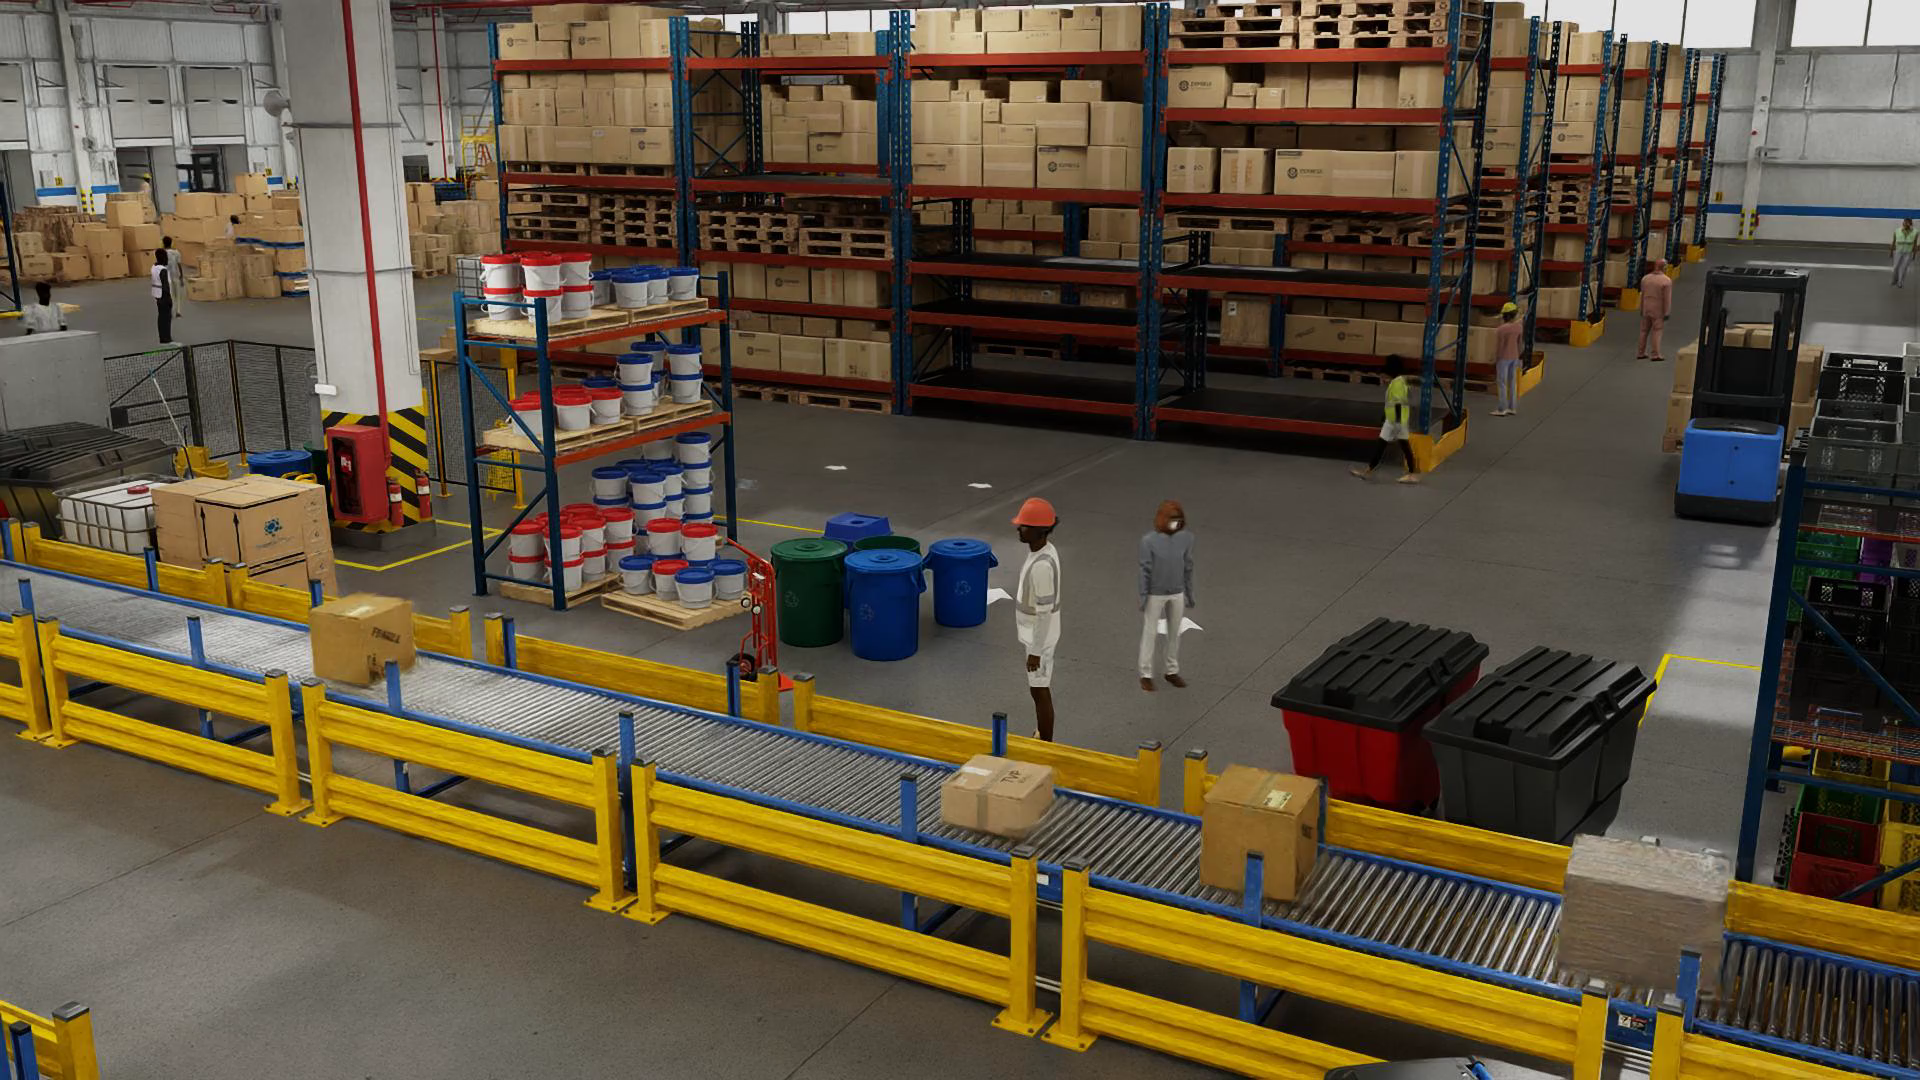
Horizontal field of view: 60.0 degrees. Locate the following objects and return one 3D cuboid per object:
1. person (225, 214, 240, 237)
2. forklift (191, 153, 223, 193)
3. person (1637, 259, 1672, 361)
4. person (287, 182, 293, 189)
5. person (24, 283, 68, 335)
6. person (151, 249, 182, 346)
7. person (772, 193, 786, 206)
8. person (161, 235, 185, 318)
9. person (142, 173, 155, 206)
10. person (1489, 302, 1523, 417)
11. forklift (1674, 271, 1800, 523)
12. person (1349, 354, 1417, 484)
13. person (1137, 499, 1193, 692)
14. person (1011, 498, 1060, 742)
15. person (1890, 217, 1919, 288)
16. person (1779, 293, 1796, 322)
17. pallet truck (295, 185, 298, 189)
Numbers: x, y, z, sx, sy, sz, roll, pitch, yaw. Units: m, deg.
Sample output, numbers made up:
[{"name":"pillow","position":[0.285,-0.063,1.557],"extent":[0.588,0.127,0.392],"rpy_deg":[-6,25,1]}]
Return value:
[{"name":"person","position":[-19.322,-7.817,44.530],"extent":[0.627,1.816,0.804],"rpy_deg":[2,15,9]},{"name":"forklift","position":[-27.852,-12.924,61.684],"extent":[1.873,2.768,1.129],"rpy_deg":[8,17,28]},{"name":"person","position":[13.045,-4.305,31.174],"extent":[0.398,1.899,0.649],"rpy_deg":[-9,17,-30]},{"name":"person","position":[-23.472,-11.581,58.442],"extent":[0.372,1.940,0.631],"rpy_deg":[5,16,19]},{"name":"person","position":[-14.620,-3.173,26.836],"extent":[0.912,1.927,0.638],"rpy_deg":[8,17,27]},{"name":"person","position":[-15.822,-4.805,33.011],"extent":[0.371,1.915,0.595],"rpy_deg":[-14,20,-42]},{"name":"person","position":[-5.949,-10.771,55.588],"extent":[0.627,1.839,0.429],"rpy_deg":[2,15,8]},{"name":"person","position":[-17.612,-5.864,37.134],"extent":[0.529,1.852,0.698],"rpy_deg":[-6,16,-22]},{"name":"person","position":[-32.144,-13.557,65.909],"extent":[0.495,1.908,0.603],"rpy_deg":[-8,17,-27]},{"name":"person","position":[8.458,-2.801,25.763],"extent":[0.533,1.767,0.326],"rpy_deg":[-9,17,-29]},{"name":"forklift","position":[9.269,-1.763,19.726],"extent":[1.129,2.768,1.873],"rpy_deg":[8,17,27]},{"name":"person","position":[5.465,-1.537,21.216],"extent":[0.890,1.647,0.531],"rpy_deg":[6,16,20]},{"name":"person","position":[1.698,0.453,13.788],"extent":[0.506,1.631,0.270],"rpy_deg":[-5,16,-18]},{"name":"person","position":[0.546,0.690,12.103],"extent":[0.364,2.048,0.611],"rpy_deg":[0,15,1]},{"name":"person","position":[24.445,-7.440,43.097],"extent":[0.571,1.825,0.457],"rpy_deg":[8,17,28]},{"name":"person","position":[15.636,-4.240,31.427],"extent":[0.285,1.633,0.497],"rpy_deg":[4,15,13]},{"name":"pallet truck","position":[-26.804,-14.617,69.738],"extent":[1.885,1.965,0.823],"rpy_deg":[-14,20,-42]}]
